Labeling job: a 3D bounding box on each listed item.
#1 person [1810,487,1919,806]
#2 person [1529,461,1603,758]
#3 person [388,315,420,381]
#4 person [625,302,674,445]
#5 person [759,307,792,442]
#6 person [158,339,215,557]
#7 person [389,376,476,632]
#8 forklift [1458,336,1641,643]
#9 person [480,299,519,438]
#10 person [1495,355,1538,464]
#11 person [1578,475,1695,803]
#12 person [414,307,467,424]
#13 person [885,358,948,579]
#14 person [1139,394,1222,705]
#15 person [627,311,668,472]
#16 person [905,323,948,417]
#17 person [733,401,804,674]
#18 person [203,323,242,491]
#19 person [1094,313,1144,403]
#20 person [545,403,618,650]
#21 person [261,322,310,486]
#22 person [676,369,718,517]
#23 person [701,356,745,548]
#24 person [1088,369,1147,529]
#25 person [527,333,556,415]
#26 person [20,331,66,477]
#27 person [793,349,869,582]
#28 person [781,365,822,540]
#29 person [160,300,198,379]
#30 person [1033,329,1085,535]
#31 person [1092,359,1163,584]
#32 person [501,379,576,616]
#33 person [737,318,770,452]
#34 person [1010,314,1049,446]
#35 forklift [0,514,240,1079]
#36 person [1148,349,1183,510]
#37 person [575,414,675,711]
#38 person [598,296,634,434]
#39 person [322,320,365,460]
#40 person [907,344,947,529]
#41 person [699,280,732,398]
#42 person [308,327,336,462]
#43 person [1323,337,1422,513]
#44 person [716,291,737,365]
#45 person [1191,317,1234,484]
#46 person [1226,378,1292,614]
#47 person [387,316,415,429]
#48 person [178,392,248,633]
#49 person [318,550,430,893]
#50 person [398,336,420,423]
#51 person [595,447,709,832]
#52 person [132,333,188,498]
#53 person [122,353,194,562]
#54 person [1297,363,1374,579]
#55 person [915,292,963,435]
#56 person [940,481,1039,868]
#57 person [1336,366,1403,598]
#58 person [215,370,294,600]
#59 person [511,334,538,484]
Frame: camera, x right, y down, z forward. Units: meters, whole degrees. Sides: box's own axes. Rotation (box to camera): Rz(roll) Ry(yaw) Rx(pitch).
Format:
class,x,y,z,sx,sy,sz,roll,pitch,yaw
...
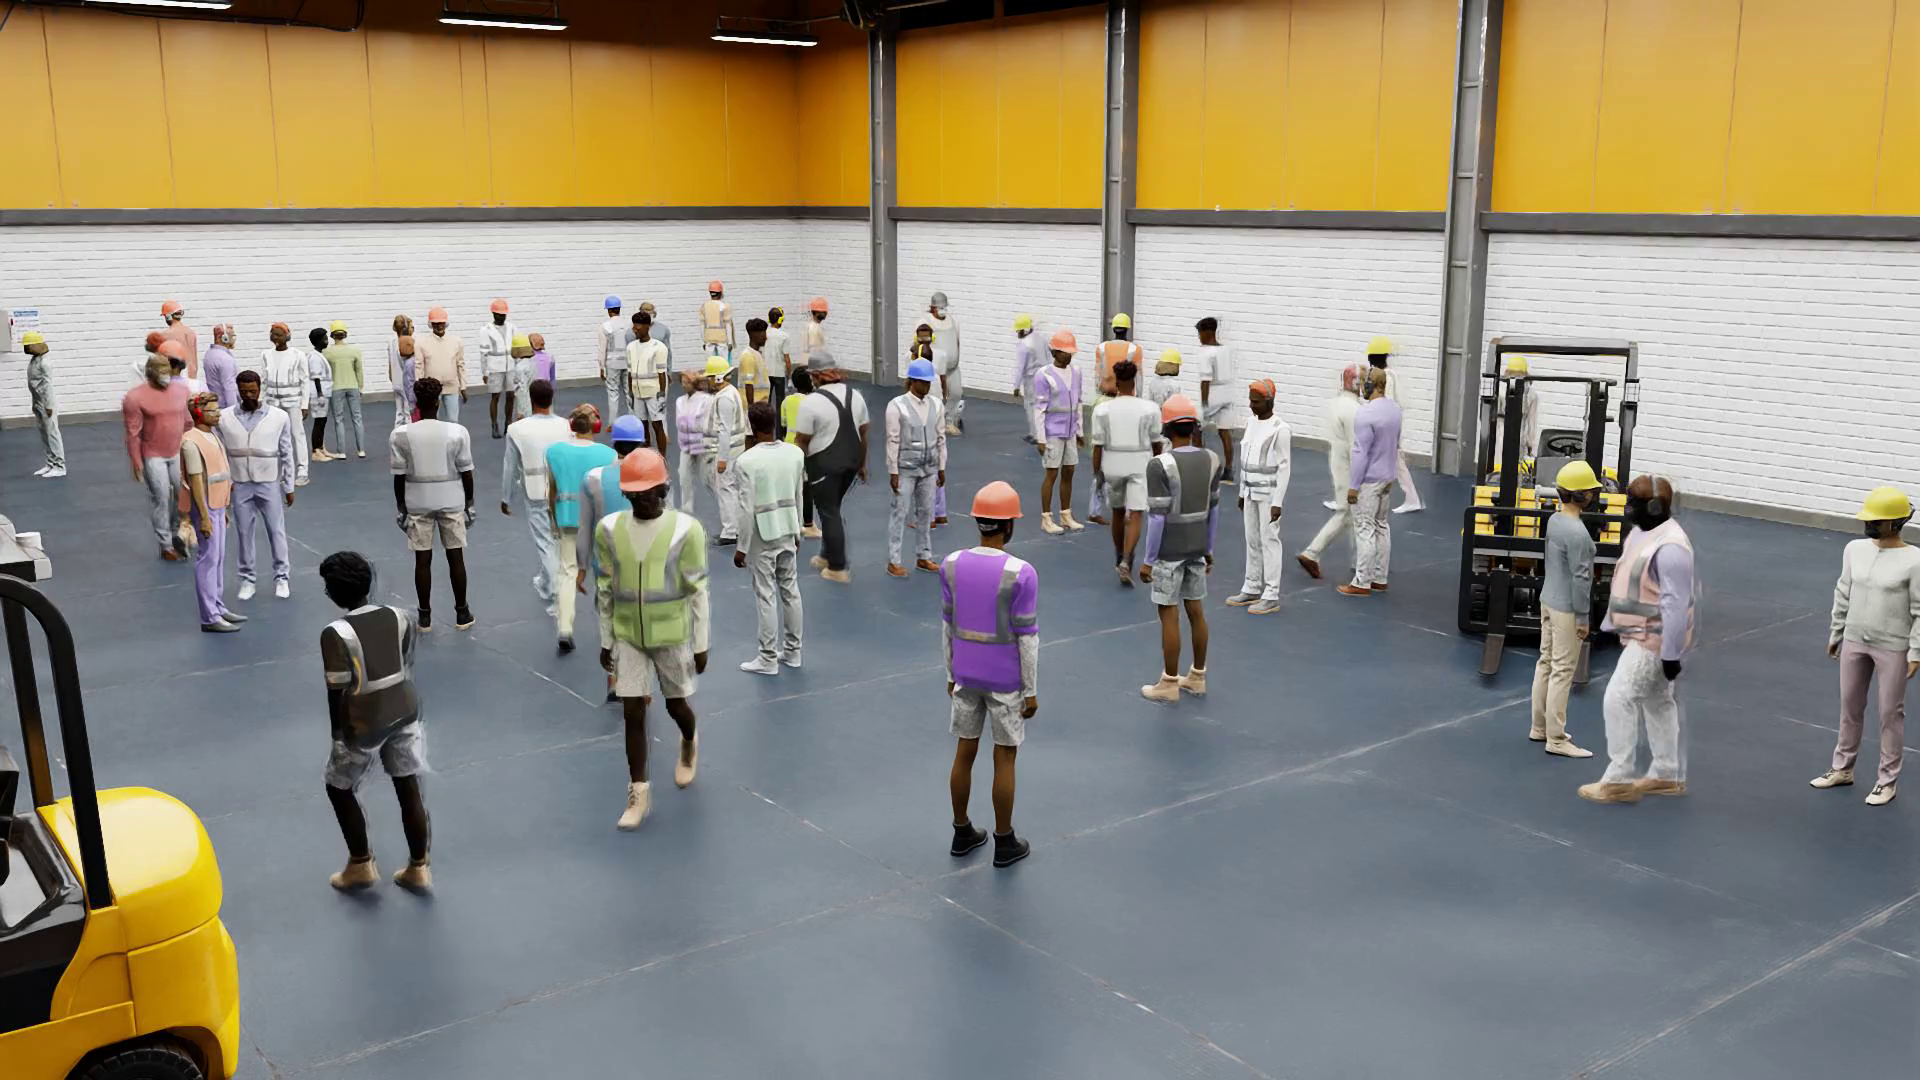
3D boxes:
class,x,y,z,sx,sy,sz,roll,pitch,yaw
person,5.019,0.575,9.133,0.323,1.763,0.533,-6,13,-28
person,3.632,0.406,9.937,0.305,1.772,0.525,0,12,0
person,-7.959,-2.411,23.867,0.271,1.632,0.508,11,16,42
person,-4.153,-2.226,22.270,0.639,1.926,0.367,-7,14,-30
person,-2.470,-2.176,22.210,0.526,1.856,0.343,5,13,22
person,-7.249,-0.852,15.432,0.617,2.015,0.944,-2,12,-7
person,-4.014,-0.270,12.719,0.607,1.966,0.367,-3,12,-14
forklift,4.683,-0.471,13.136,1.214,2.155,2.313,4,12,20
person,-6.302,-2.362,22.937,0.409,1.924,0.578,10,16,41
person,5.646,-1.024,16.958,0.488,1.718,0.766,-1,12,-6
person,3.703,0.545,9.148,0.702,1.819,0.632,3,12,13
person,-6.288,-1.833,20.201,0.612,1.994,0.395,-7,13,-30
person,-0.368,-0.623,14.525,0.623,1.935,0.436,-8,14,-35
person,1.418,0.062,10.944,0.620,2.040,0.388,-8,14,-35
person,-3.761,-1.769,19.994,0.598,1.958,0.370,7,13,30
person,-0.391,-1.591,19.361,0.505,1.864,0.331,0,12,2
person,-1.319,-0.013,11.607,0.391,1.914,0.587,10,15,40
person,-8.301,-1.503,18.858,0.398,1.900,0.636,-9,15,-38
person,1.916,-1.755,19.989,0.594,1.924,0.374,4,12,20
person,-2.796,-0.110,12.359,0.570,1.807,0.971,0,12,0
person,-7.766,-1.558,19.138,0.580,1.884,0.352,2,12,8
person,-2.609,-0.915,16.677,0.525,1.617,0.670,7,14,31
person,-2.247,-0.840,15.843,0.403,1.817,0.603,-1,12,-5
person,1.601,-0.905,16.679,0.779,1.599,0.507,7,14,30
person,-5.254,-1.767,20.768,0.313,1.631,0.523,9,15,37
person,-10.930,-1.617,19.787,0.485,1.738,0.320,11,16,43
person,-1.226,-0.677,14.507,0.819,2.000,0.705,11,16,42
person,-1.533,-0.856,16.198,0.322,1.698,0.534,-10,15,-40
person,-10.124,-2.108,21.577,0.411,1.980,0.625,2,12,10
person,1.006,-1.061,16.391,0.613,2.033,0.410,-10,16,-41
person,1.439,-0.604,14.427,0.603,1.931,0.921,3,12,15
person,-3.362,-0.357,13.396,0.598,1.864,1.017,-8,14,-35
person,-2.321,-1.532,18.819,0.368,1.961,0.613,0,12,0
person,0.925,-2.128,22.170,0.520,1.777,0.659,6,13,26
forklift,-3.687,1.115,5.480,2.313,2.155,1.214,-9,15,-36
person,2.175,-1.131,17.441,0.311,1.735,0.483,-7,14,-31
person,-2.157,0.154,10.781,0.674,1.924,0.472,-2,12,-8
person,-4.795,-2.448,23.313,0.604,1.939,0.414,-9,15,-38
person,-7.821,-1.898,21.069,0.526,1.769,0.330,-9,15,-36
person,-0.340,-1.036,16.699,0.332,1.860,0.494,5,13,22
person,-4.008,-3.298,27.412,0.545,1.938,0.359,3,12,12
person,-8.030,-1.823,20.898,0.321,1.694,0.533,-3,12,-13
person,4.398,-1.192,17.408,1.009,1.872,0.604,3,12,16
person,-4.080,-3.443,28.473,0.559,1.806,0.818,1,12,3
person,2.888,-1.624,19.340,0.651,1.920,0.832,-10,15,-40
person,2.410,-0.354,13.321,0.356,1.887,0.572,-5,13,-23
person,-6.870,-1.855,20.668,0.513,1.845,0.334,9,15,36
person,-5.766,-0.217,12.756,0.390,1.846,0.565,-2,12,-12
person,-2.813,0.872,7.897,0.584,1.663,0.561,7,13,29
person,-6.718,-1.697,20.447,0.289,1.626,0.498,-4,12,-17
person,-1.641,0.486,8.968,0.619,2.016,0.870,2,12,7
person,-8.927,-1.409,18.638,0.590,1.808,1.060,-8,14,-34
person,-7.213,-0.740,15.098,0.440,1.920,0.654,10,15,39
person,3.375,-0.591,14.516,0.691,1.915,0.658,2,12,8
person,-0.241,-2.434,22.990,0.702,2.000,0.649,-6,13,-28
person,0.163,0.667,8.293,0.544,1.930,0.388,7,14,32
person,3.433,-0.483,13.859,0.387,1.928,0.637,10,15,40
person,-5.821,-0.461,13.785,0.589,1.911,0.396,-3,12,-12
person,-5.039,-1.521,19.312,0.318,1.740,0.488,1,12,6
